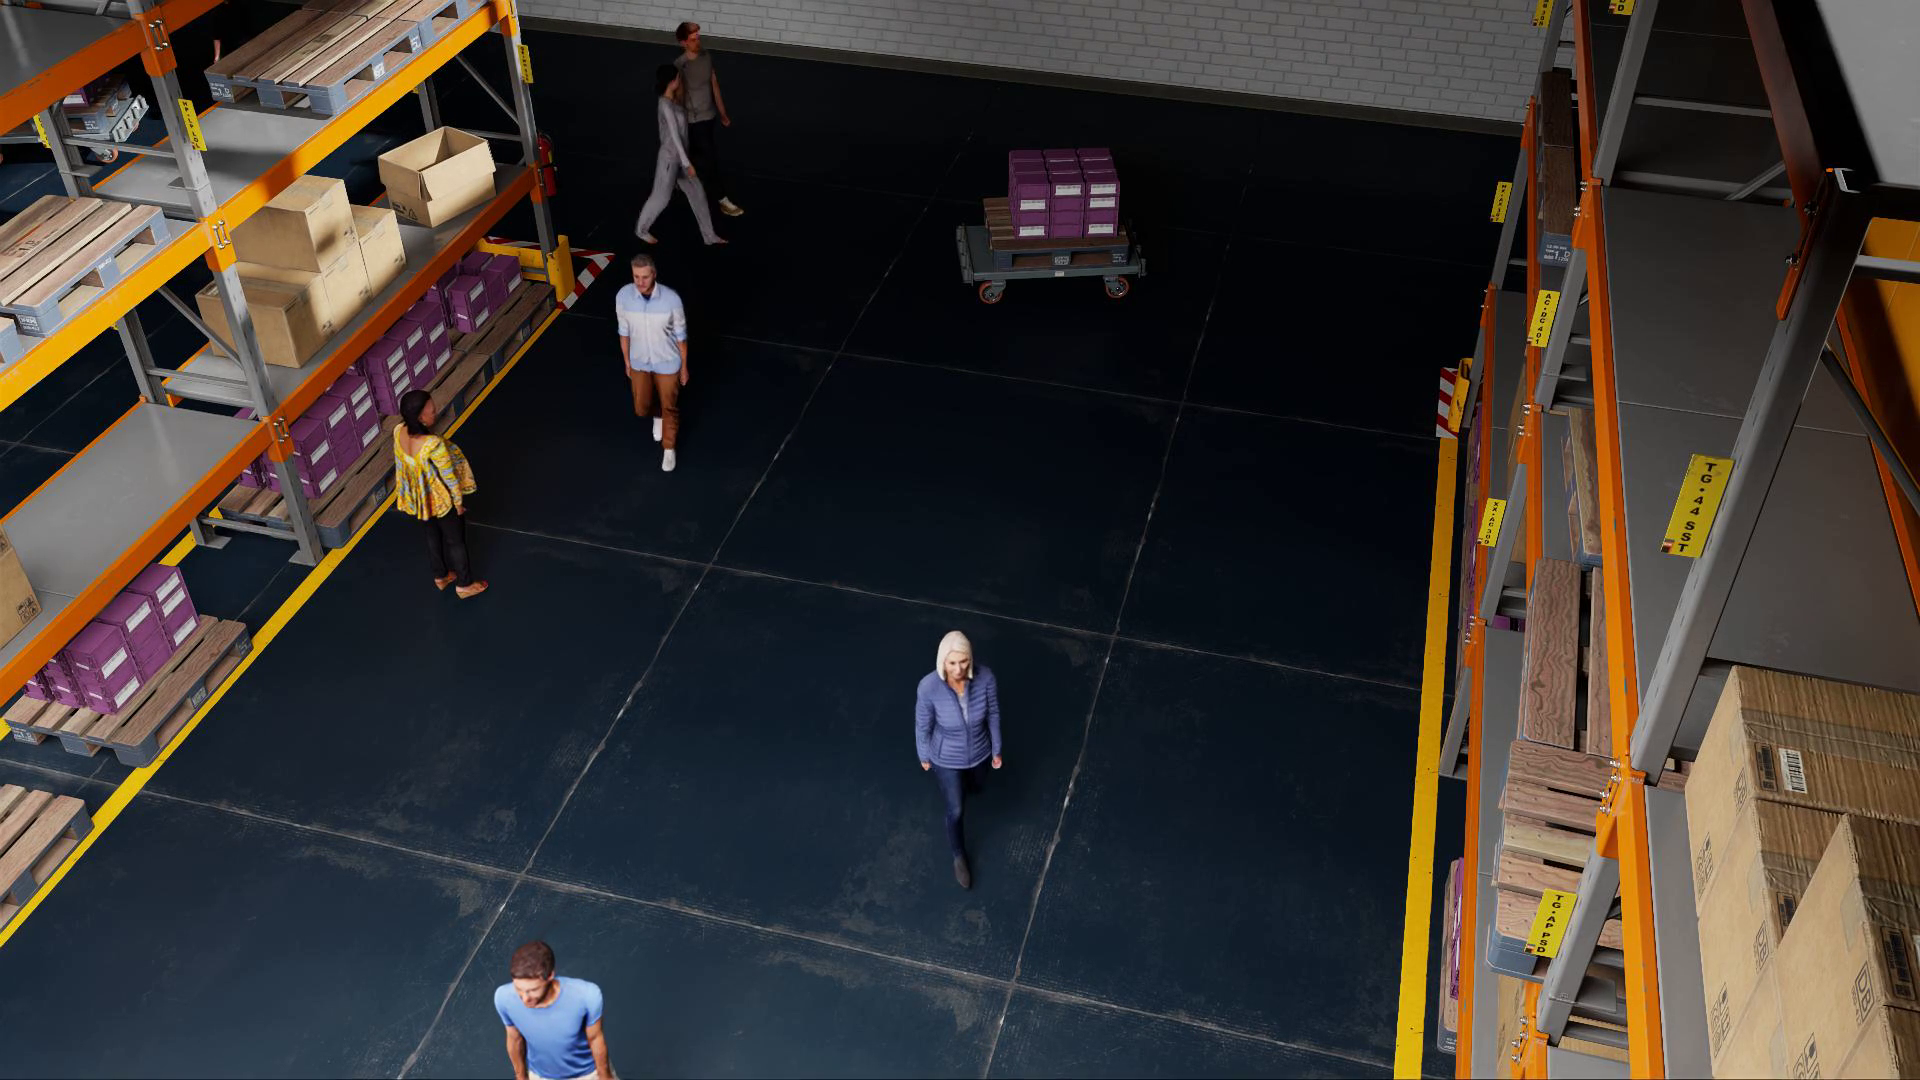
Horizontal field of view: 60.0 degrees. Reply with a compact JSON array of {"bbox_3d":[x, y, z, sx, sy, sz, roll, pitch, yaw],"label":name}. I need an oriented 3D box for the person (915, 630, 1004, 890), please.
[{"bbox_3d":[-0.012,1.145,9.557,0.980,1.725,1.138,-11,40,-13],"label":"person"}]

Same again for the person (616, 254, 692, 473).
[{"bbox_3d":[-2.314,-1.413,12.687,0.801,1.817,0.883,1,39,1],"label":"person"}]

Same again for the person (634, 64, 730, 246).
[{"bbox_3d":[-2.745,-3.485,15.363,0.771,1.715,1.112,5,39,6],"label":"person"}]

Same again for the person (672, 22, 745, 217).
[{"bbox_3d":[-2.573,-4.076,15.990,0.970,1.857,1.225,22,44,25],"label":"person"}]

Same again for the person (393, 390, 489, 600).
[{"bbox_3d":[-3.602,-0.303,11.429,0.814,1.651,0.855,22,44,26],"label":"person"}]

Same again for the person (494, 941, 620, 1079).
[{"bbox_3d":[-1.844,2.454,7.815,0.737,1.853,0.712,-1,39,-2],"label":"person"}]

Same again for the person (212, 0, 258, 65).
[{"bbox_3d":[-7.550,-5.162,17.554,0.678,1.601,1.106,4,39,5],"label":"person"}]
